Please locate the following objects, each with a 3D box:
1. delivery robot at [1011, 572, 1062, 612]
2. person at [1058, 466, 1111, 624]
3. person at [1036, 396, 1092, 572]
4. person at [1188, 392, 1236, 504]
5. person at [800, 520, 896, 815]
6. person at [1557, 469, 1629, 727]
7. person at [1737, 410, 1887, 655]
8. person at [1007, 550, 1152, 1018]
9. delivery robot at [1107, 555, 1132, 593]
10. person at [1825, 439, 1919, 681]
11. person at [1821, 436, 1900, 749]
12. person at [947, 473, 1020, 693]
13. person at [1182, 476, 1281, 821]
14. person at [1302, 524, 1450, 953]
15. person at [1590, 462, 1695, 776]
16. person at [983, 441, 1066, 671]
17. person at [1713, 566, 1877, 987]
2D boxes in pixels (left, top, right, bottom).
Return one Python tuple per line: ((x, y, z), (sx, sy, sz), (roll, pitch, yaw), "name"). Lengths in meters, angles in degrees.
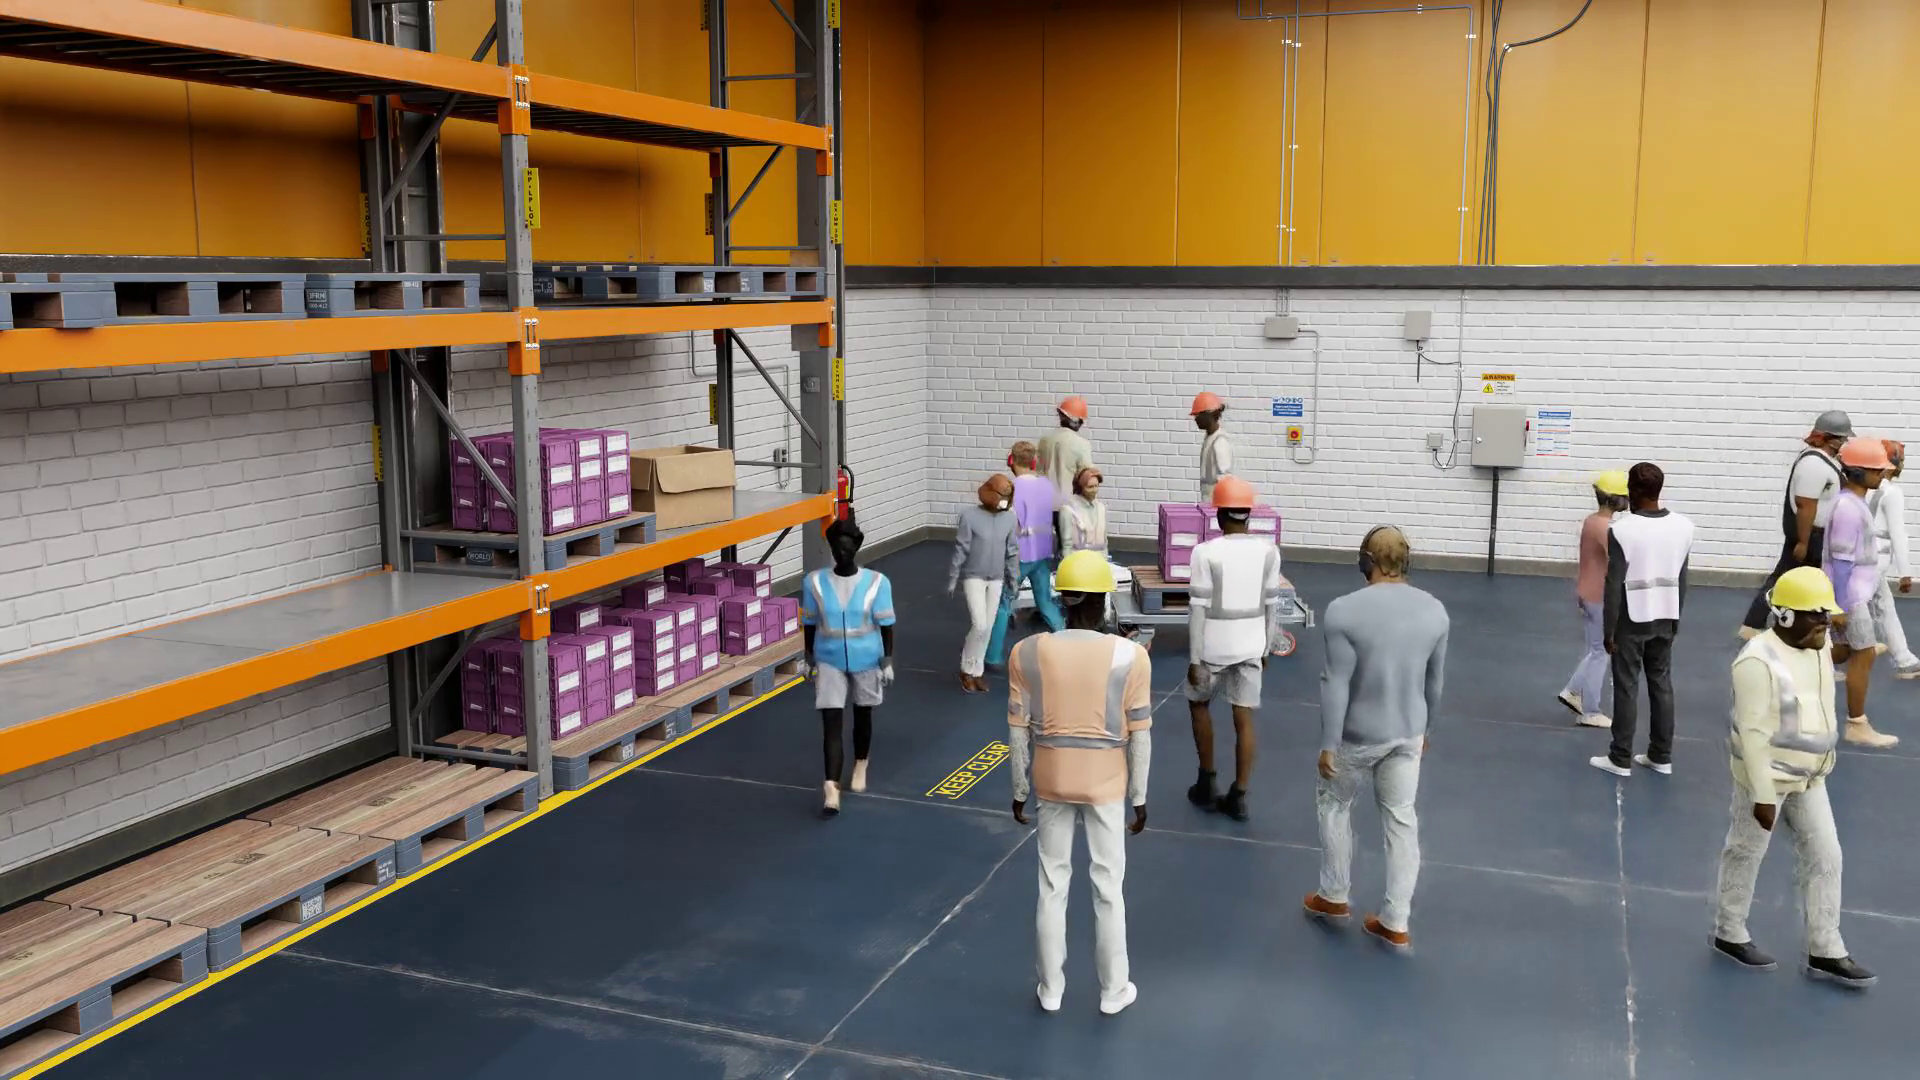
((0.598, 0.417, 14.456), (0.707, 0.478, 0.477), (-3, 10, -21), "delivery robot")
((0.923, 0.245, 12.497), (0.517, 1.623, 0.394), (-8, 12, -40), "person")
((0.885, -0.321, 14.996), (0.881, 1.961, 0.608), (-7, 11, -36), "person")
((2.363, -0.333, 14.916), (0.866, 2.005, 0.635), (0, 9, 0), "person")
((-0.640, 0.707, 9.472), (0.549, 1.642, 0.858), (0, 9, 0), "person")
((4.313, 0.398, 11.106), (0.360, 1.750, 0.535), (1, 9, 4), "person")
((6.875, -0.107, 13.388), (1.078, 2.000, 0.705), (4, 10, 22), "person")
((0.489, 0.998, 6.816), (0.589, 1.924, 0.383), (2, 9, 12), "person")
((1.290, 0.378, 14.697), (0.707, 0.478, 0.477), (-3, 10, -21), "delivery robot")
((6.825, 0.164, 12.389), (1.044, 1.821, 0.608), (0, 9, 2), "person")
((5.652, 0.326, 10.748), (0.820, 2.018, 0.617), (4, 10, 25), "person")
((0.182, 0.314, 12.058), (0.559, 1.609, 0.424), (-6, 11, -32), "person")
((1.503, 0.592, 9.387), (0.563, 1.912, 0.646), (-2, 9, -15), "person")
((1.873, 0.872, 7.620), (0.666, 1.912, 0.748), (-3, 9, -16), "person")
((4.147, 0.484, 10.079), (0.606, 1.913, 0.399), (-3, 9, -16), "person")
((0.538, 0.149, 12.573), (0.559, 1.796, 0.925), (-8, 12, -41), "person")
((3.585, 1.018, 7.055), (0.627, 1.802, 0.770), (-6, 11, -31), "person")
